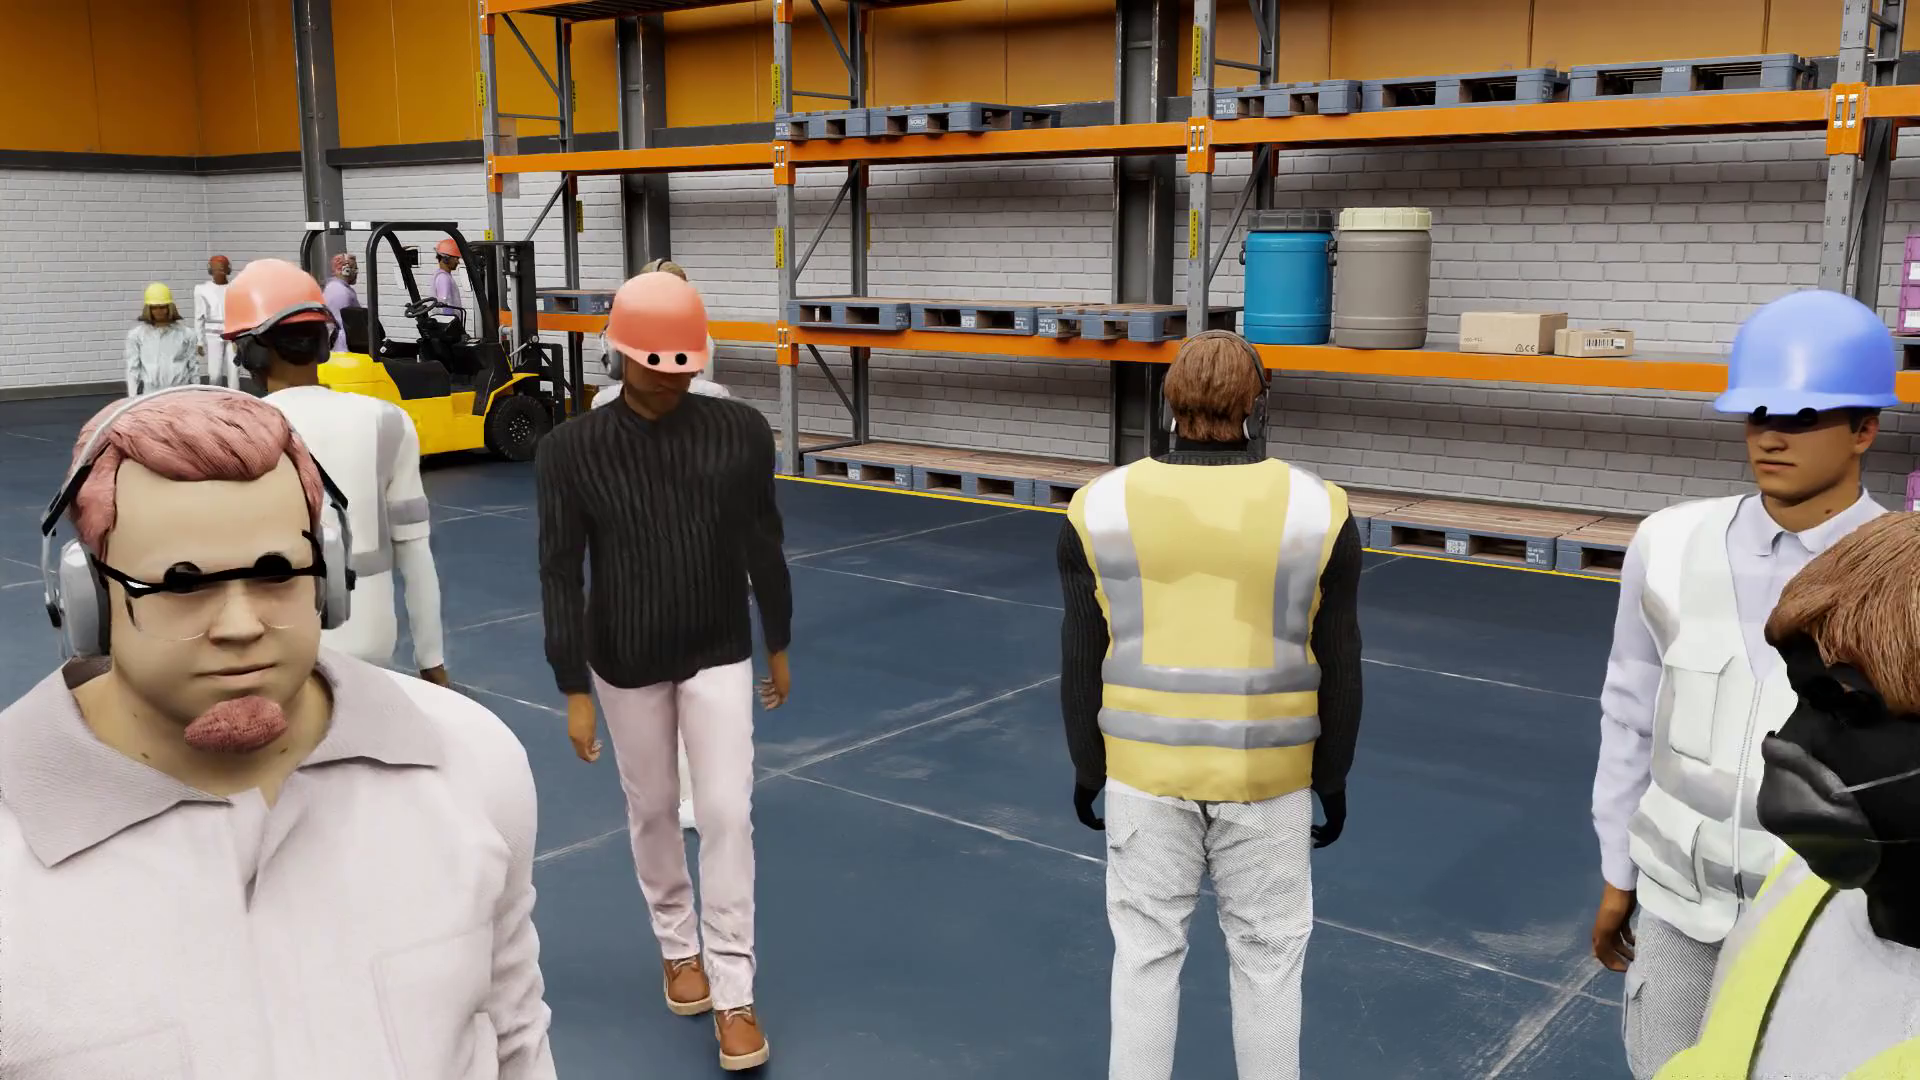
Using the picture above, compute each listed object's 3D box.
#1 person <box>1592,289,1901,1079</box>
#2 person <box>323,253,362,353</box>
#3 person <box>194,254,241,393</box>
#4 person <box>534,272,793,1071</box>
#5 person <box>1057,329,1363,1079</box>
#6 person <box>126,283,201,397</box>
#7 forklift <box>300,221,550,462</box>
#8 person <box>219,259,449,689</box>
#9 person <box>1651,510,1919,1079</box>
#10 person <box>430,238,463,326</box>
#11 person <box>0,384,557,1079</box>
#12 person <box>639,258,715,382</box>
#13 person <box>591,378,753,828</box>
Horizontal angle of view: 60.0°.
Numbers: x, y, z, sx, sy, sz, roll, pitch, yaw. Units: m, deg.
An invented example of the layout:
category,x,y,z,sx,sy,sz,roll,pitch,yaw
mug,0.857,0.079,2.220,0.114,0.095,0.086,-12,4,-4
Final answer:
category,x,y,z,sx,sy,sz,roll,pitch,yaw
person,1.288,0.586,2.636,0.404,1.948,0.605,-9,14,-42
person,-5.808,-1.764,15.813,0.420,1.896,0.681,-5,12,-27
person,-8.095,-2.198,18.300,0.574,1.869,0.456,-5,11,-24
person,-0.699,0.323,4.105,0.627,1.937,0.825,-3,11,-15
person,0.520,0.482,3.512,0.627,1.844,0.428,2,10,10
person,-5.942,-1.069,12.451,0.493,1.714,0.784,-5,11,-24
forklift,-4.922,-1.741,14.854,1.214,2.155,2.313,8,13,38
person,-1.668,0.273,4.310,1.068,1.983,0.614,9,14,41
person,0.723,0.886,1.299,0.430,1.835,0.643,1,10,4
person,-5.562,-2.261,18.168,0.381,2.039,0.606,-4,11,-23
person,-0.630,0.810,1.517,0.652,1.904,0.405,-9,14,-41
person,-1.358,-0.345,7.821,0.370,1.941,0.627,3,11,14
person,-1.021,0.063,5.880,0.537,1.824,0.820,-4,11,-20
